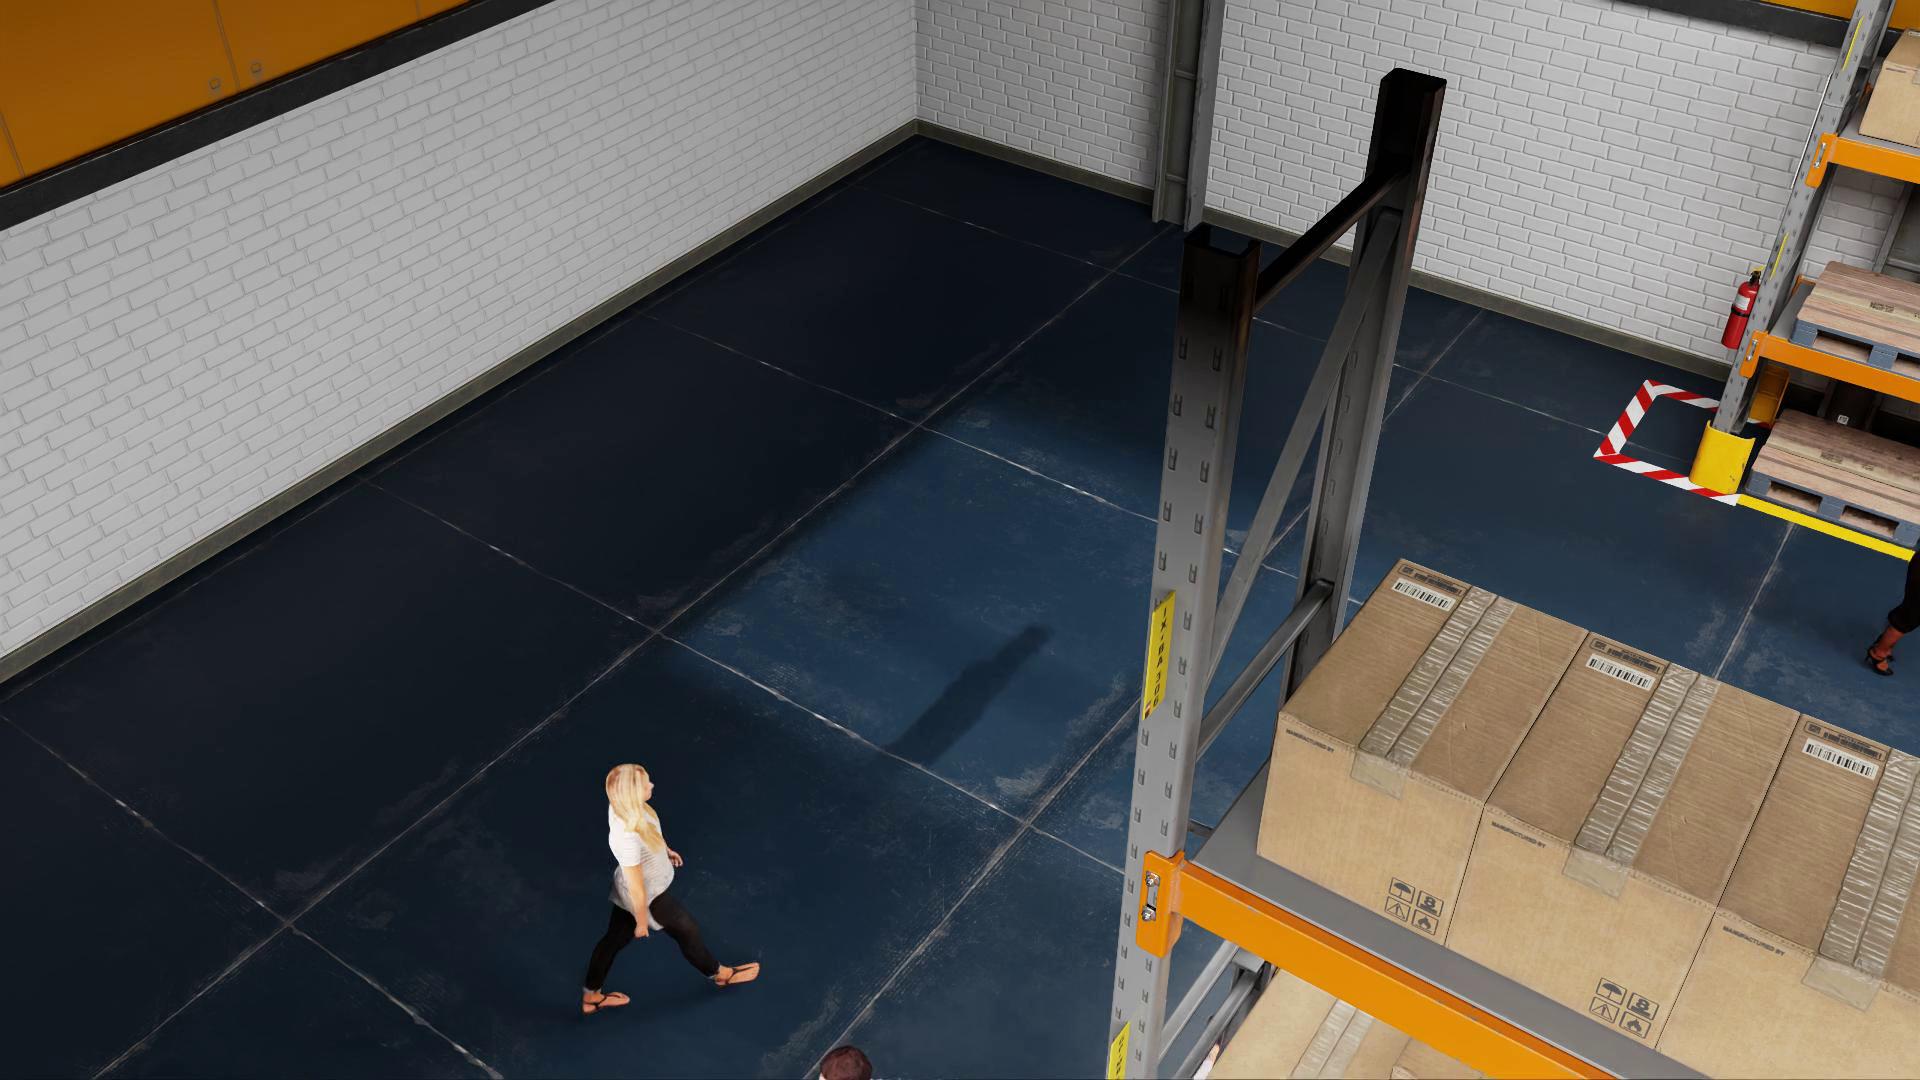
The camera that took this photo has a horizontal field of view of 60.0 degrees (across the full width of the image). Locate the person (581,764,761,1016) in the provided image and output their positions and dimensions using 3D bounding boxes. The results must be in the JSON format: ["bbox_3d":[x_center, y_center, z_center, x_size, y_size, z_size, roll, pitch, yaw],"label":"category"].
[{"bbox_3d":[-1.690,1.800,8.360,1.077,1.774,1.183,-14,41,-17],"label":"person"}]
